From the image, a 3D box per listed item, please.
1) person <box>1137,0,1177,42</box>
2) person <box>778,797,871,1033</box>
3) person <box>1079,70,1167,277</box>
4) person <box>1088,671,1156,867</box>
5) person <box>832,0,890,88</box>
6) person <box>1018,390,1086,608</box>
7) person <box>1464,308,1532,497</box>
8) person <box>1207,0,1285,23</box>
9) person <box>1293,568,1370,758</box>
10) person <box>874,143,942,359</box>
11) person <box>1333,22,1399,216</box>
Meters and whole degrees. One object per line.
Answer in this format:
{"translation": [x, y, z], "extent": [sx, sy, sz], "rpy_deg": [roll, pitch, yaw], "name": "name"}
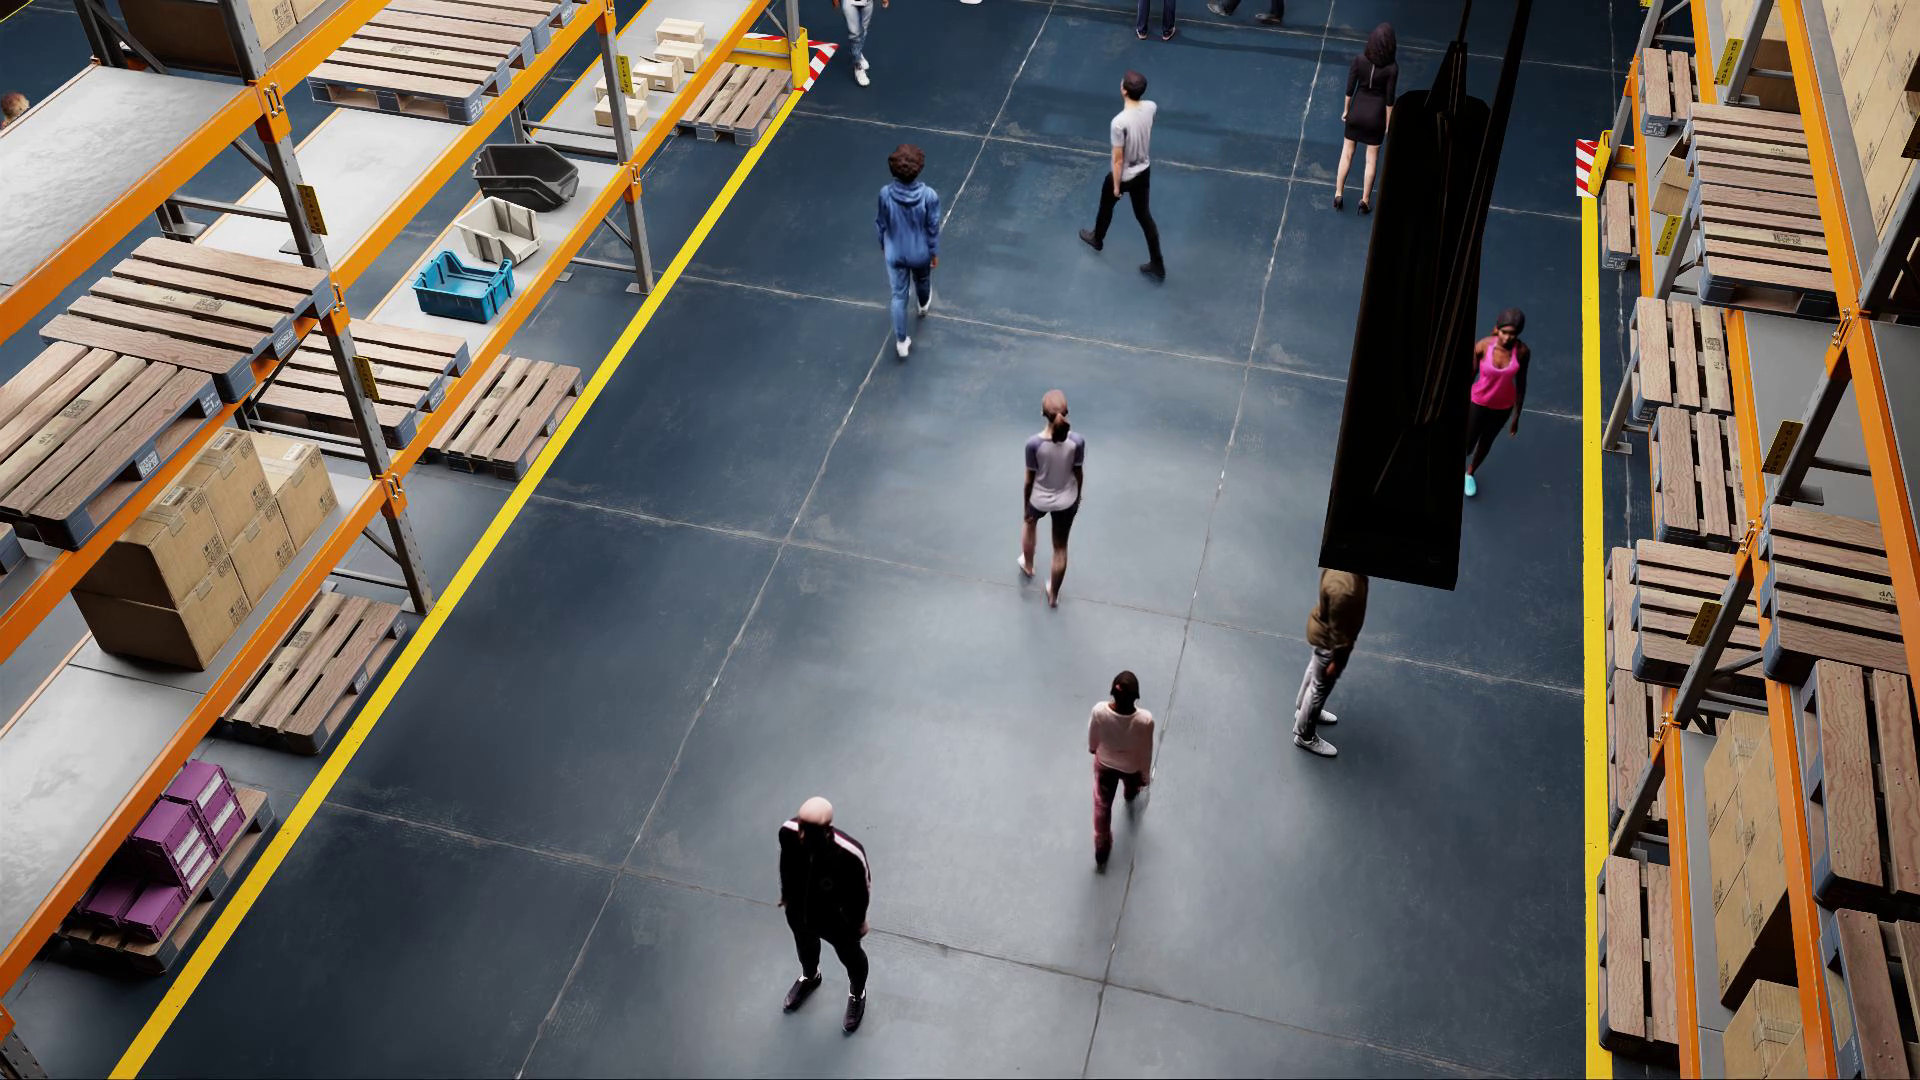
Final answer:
{"translation": [2.089, -6.131, 17.346], "extent": [0.704, 1.851, 0.591], "rpy_deg": [6, 44, 6], "name": "person"}
{"translation": [-0.717, 1.956, 8.867], "extent": [0.709, 1.837, 0.627], "rpy_deg": [17, 46, 17], "name": "person"}
{"translation": [1.517, -3.068, 14.152], "extent": [1.235, 1.822, 1.225], "rpy_deg": [-28, 50, -26], "name": "person"}
{"translation": [0.921, 1.359, 9.805], "extent": [0.561, 1.407, 0.963], "rpy_deg": [10, 45, 10], "name": "person"}
{"translation": [-1.077, -5.596, 16.831], "extent": [1.020, 1.786, 1.098], "rpy_deg": [-20, 47, -19], "name": "person"}
{"translation": [0.628, -0.216, 11.211], "extent": [0.674, 1.749, 0.808], "rpy_deg": [1, 44, 1], "name": "person"}
{"translation": [3.857, -1.035, 12.100], "extent": [0.586, 1.708, 0.638], "rpy_deg": [7, 44, 7], "name": "person"}
{"translation": [3.320, -6.321, 17.595], "extent": [0.818, 1.782, 0.995], "rpy_deg": [13, 45, 13], "name": "person"}
{"translation": [2.318, 0.590, 10.309], "extent": [0.773, 1.825, 0.495], "rpy_deg": [9, 44, 10], "name": "person"}
{"translation": [-0.431, -2.286, 13.372], "extent": [0.819, 1.765, 1.170], "rpy_deg": [4, 44, 4], "name": "person"}
{"translation": [3.627, -3.747, 14.875], "extent": [0.641, 1.806, 0.582], "rpy_deg": [22, 48, 22], "name": "person"}
